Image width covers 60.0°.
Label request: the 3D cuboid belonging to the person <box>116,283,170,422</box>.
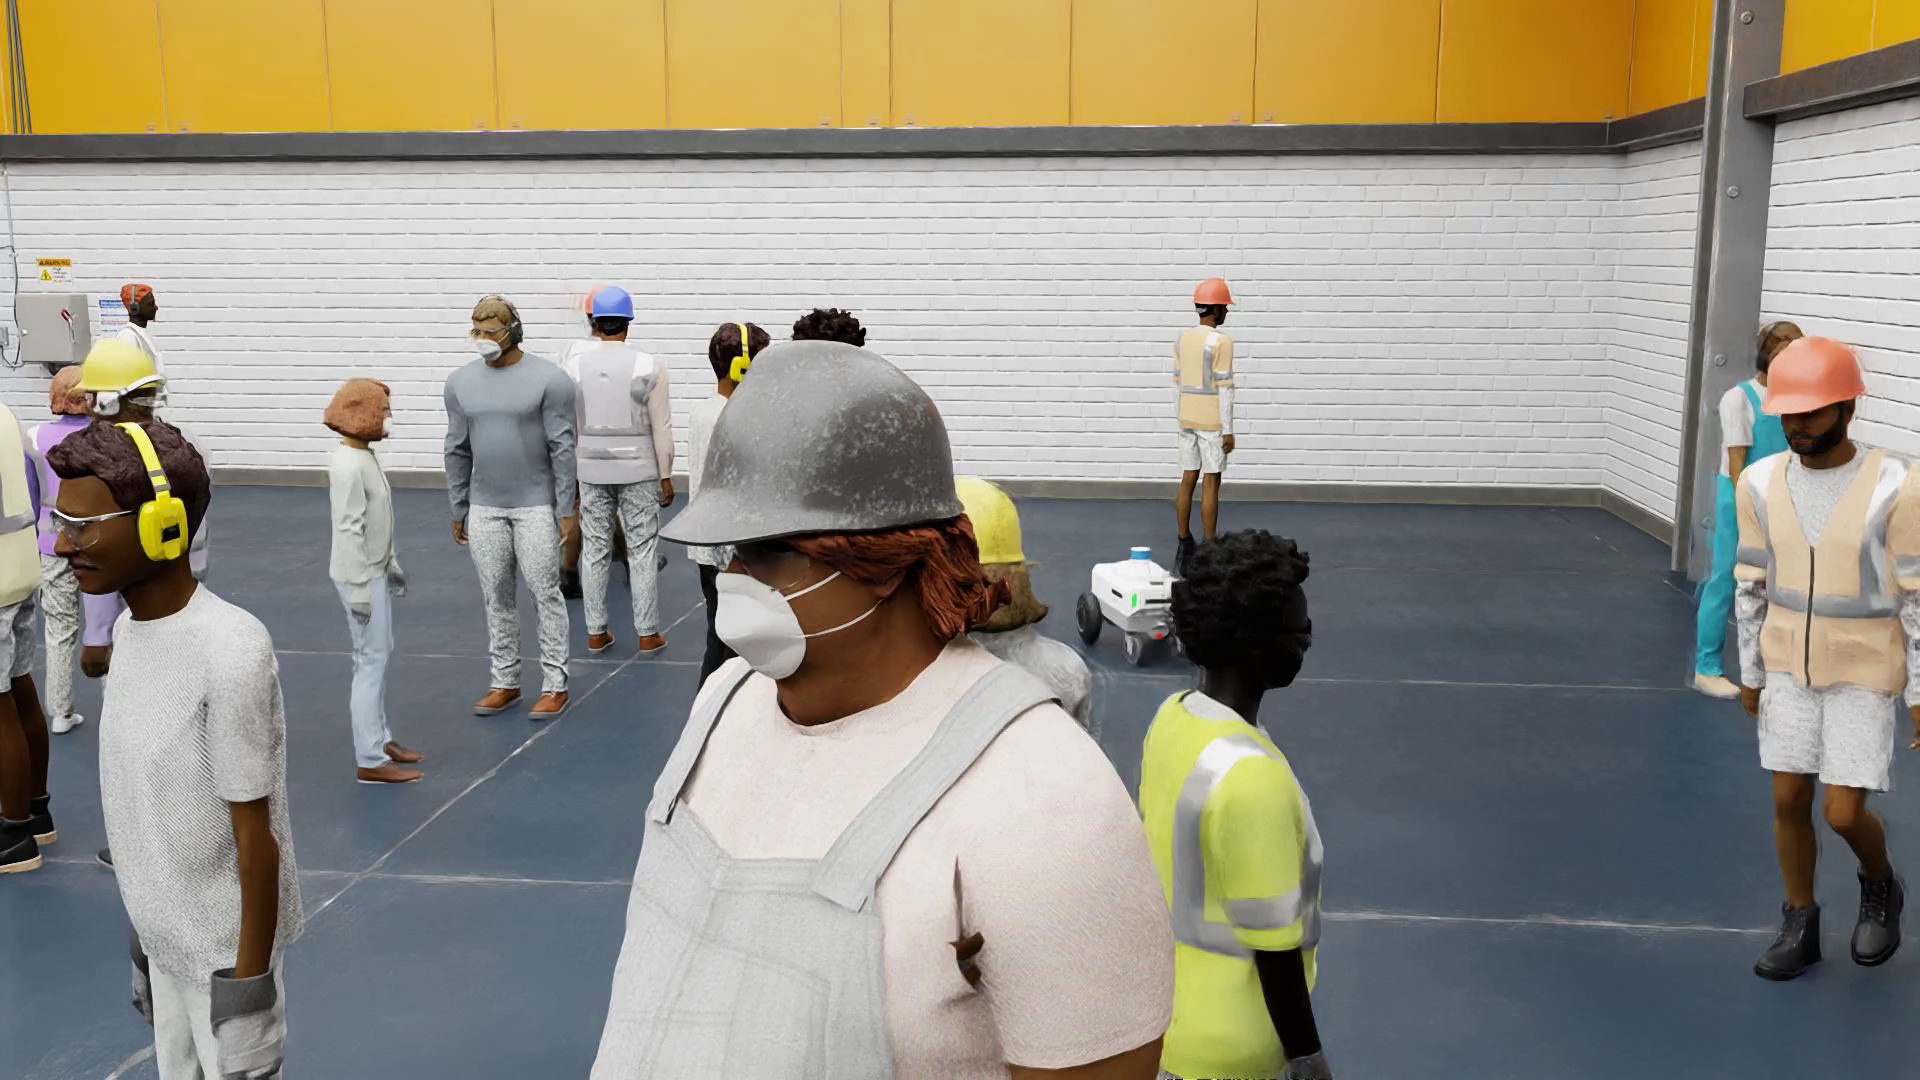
[{"bbox_3d":[-5.947,-0.924,12.159,0.355,1.882,0.575,-3,10,-19],"label":"person"}]

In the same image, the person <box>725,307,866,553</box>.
[{"bbox_3d":[-0.387,0.292,4.971,0.603,1.959,0.374,2,10,12],"label":"person"}]

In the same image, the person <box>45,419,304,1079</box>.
[{"bbox_3d":[-1.287,0.721,2.814,0.510,1.861,0.324,9,13,42],"label":"person"}]

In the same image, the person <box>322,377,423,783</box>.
[{"bbox_3d":[-2.372,0.156,6.697,0.308,1.628,0.508,-2,10,-14],"label":"person"}]

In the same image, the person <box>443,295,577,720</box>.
[{"bbox_3d":[-2.044,-0.144,7.575,0.636,1.928,0.383,2,10,11],"label":"person"}]

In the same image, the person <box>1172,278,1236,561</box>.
[{"bbox_3d":[1.673,-0.796,11.261,0.375,1.939,0.546,-6,12,-31],"label":"person"}]

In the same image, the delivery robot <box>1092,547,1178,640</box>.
[{"bbox_3d":[0.950,0.281,8.784,0.477,0.478,0.707,-2,10,-13],"label":"delivery robot"}]

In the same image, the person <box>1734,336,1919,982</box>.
[{"bbox_3d":[2.474,0.363,4.752,0.597,1.895,0.566,-7,12,-36],"label":"person"}]

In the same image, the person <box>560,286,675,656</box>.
[{"bbox_3d":[-1.790,-0.351,8.725,0.605,1.939,0.415,1,10,6],"label":"person"}]

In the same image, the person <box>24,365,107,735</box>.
[{"bbox_3d":[-3.823,0.053,7.289,0.524,1.631,0.318,-1,10,-7],"label":"person"}]

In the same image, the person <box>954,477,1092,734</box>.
[{"bbox_3d":[0.103,0.746,3.078,0.494,1.713,0.780,-6,12,-31],"label":"person"}]

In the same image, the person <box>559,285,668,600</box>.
[{"bbox_3d":[-2.163,-0.606,10.262,0.936,1.900,0.578,-9,14,-43],"label":"person"}]

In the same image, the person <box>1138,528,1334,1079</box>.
[{"bbox_3d":[0.472,0.813,2.804,0.406,1.693,0.554,-1,10,-4],"label":"person"}]

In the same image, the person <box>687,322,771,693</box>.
[{"bbox_3d":[-0.866,0.095,6.414,0.347,1.857,0.526,-5,11,-28],"label":"person"}]

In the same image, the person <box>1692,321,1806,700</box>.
[{"bbox_3d":[3.725,-0.083,7.584,0.502,1.793,0.949,-3,10,-15],"label":"person"}]

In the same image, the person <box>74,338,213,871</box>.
[{"bbox_3d":[-2.819,0.221,5.747,0.403,1.831,0.592,2,10,11],"label":"person"}]

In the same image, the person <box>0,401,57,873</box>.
[{"bbox_3d":[-3.357,0.171,5.669,0.390,1.957,0.608,-2,10,-13],"label":"person"}]
